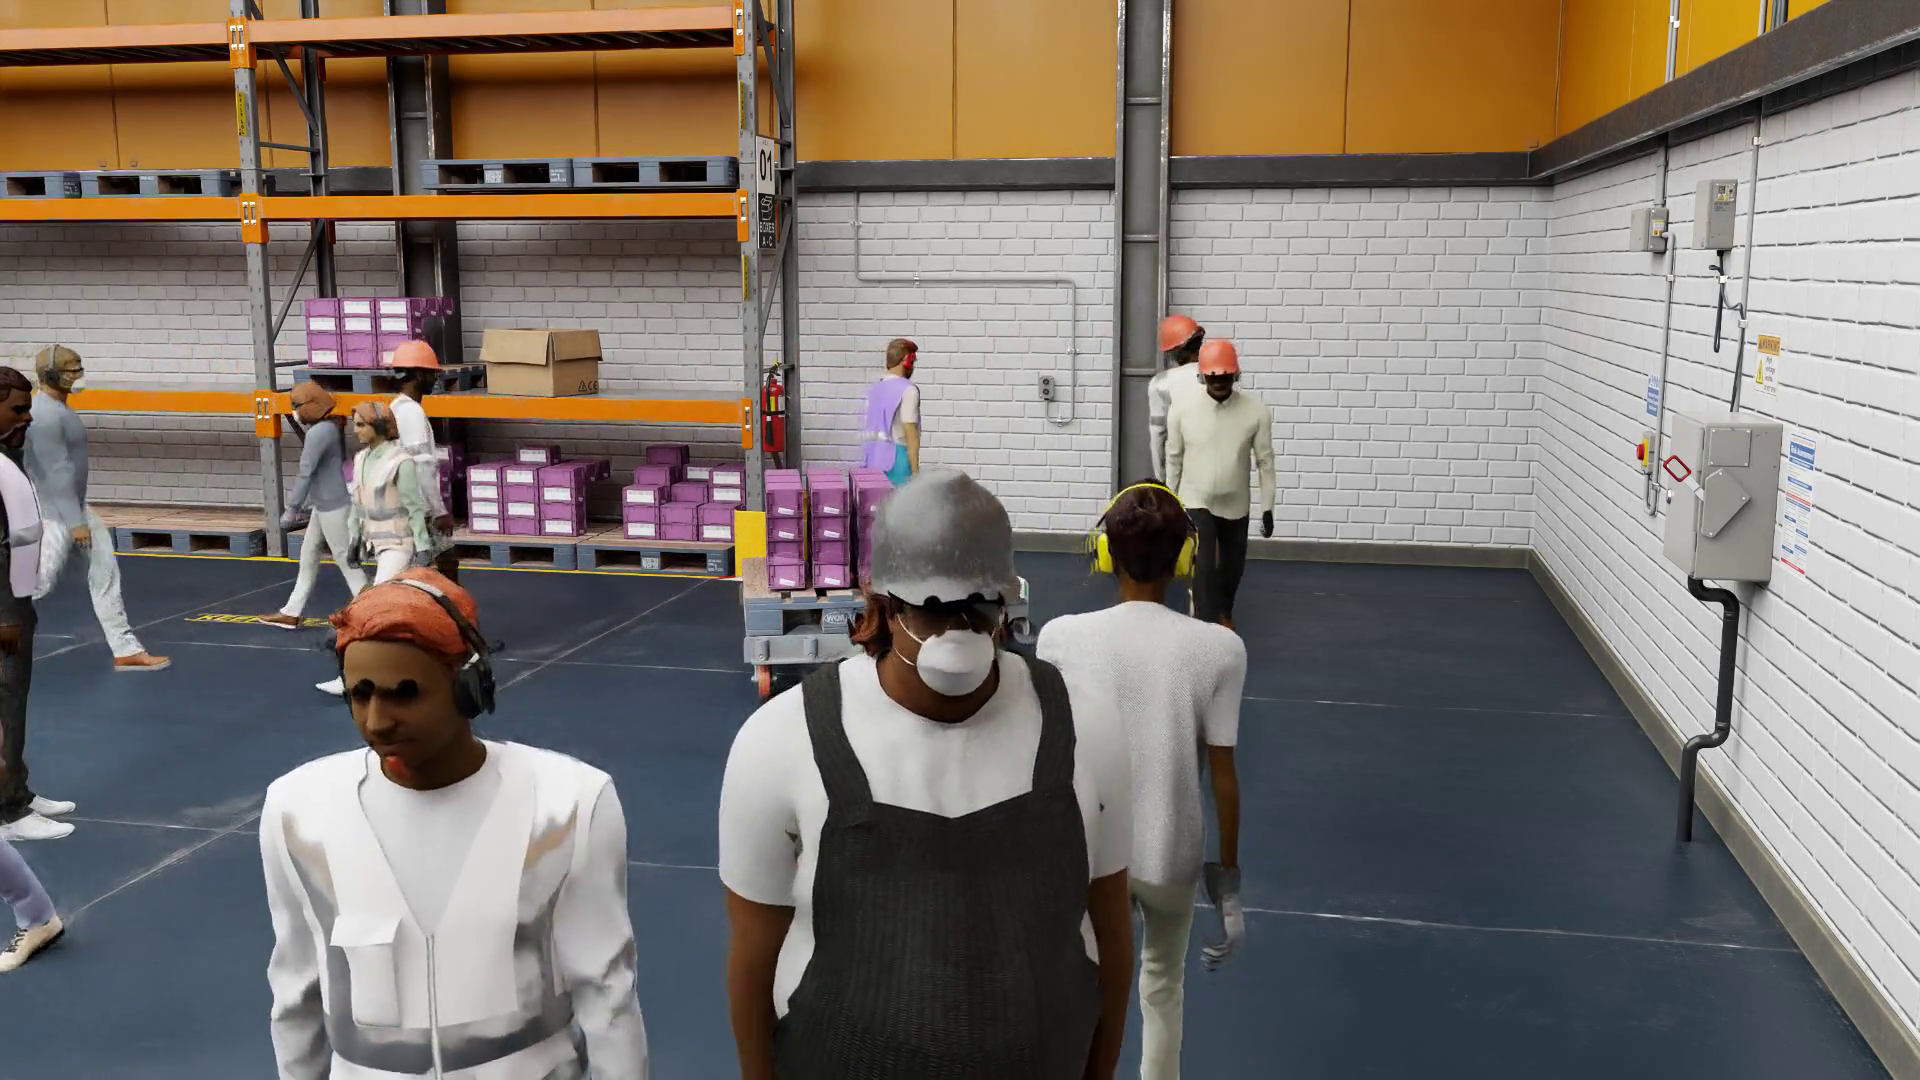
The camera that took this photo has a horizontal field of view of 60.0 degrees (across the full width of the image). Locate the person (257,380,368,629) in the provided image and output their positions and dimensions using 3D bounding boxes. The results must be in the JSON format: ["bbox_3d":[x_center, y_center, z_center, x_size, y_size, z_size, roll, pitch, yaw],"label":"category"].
[{"bbox_3d":[-4.041,-0.183,10.329,0.793,1.598,0.498,-3,10,-16],"label":"person"}]

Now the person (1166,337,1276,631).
[{"bbox_3d":[1.507,-0.236,9.704,0.638,1.933,1.031,0,9,3],"label":"person"}]

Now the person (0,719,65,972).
[{"bbox_3d":[-3.207,0.622,5.142,0.524,1.716,0.936,4,10,25],"label":"person"}]

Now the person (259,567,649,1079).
[{"bbox_3d":[-0.786,0.957,2.673,0.601,1.873,0.458,-1,10,-7],"label":"person"}]

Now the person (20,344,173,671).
[{"bbox_3d":[-5.059,-0.143,9.243,1.024,1.899,0.620,-2,10,-14],"label":"person"}]

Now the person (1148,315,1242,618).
[{"bbox_3d":[1.544,-0.450,10.764,0.643,1.994,0.451,4,10,22],"label":"person"}]

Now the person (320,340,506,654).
[{"bbox_3d":[-3.244,-0.216,9.677,0.998,1.892,0.556,-3,10,-18],"label":"person"}]

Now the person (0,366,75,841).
[{"bbox_3d":[-3.878,0.257,6.741,0.391,1.914,0.587,-4,10,-24],"label":"person"}]

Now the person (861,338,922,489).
[{"bbox_3d":[-0.459,-0.459,11.344,0.516,1.817,0.638,-6,11,-33],"label":"person"}]

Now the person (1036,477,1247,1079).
[{"bbox_3d":[0.404,0.773,3.908,0.529,1.834,0.951,1,10,8],"label":"person"}]

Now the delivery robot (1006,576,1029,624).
[{"bbox_3d":[0.163,0.296,10.310,0.477,0.478,0.707,-3,10,-18],"label":"delivery robot"}]

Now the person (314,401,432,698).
[{"bbox_3d":[-3.130,0.042,9.007,0.516,1.582,0.900,9,13,42],"label":"person"}]
